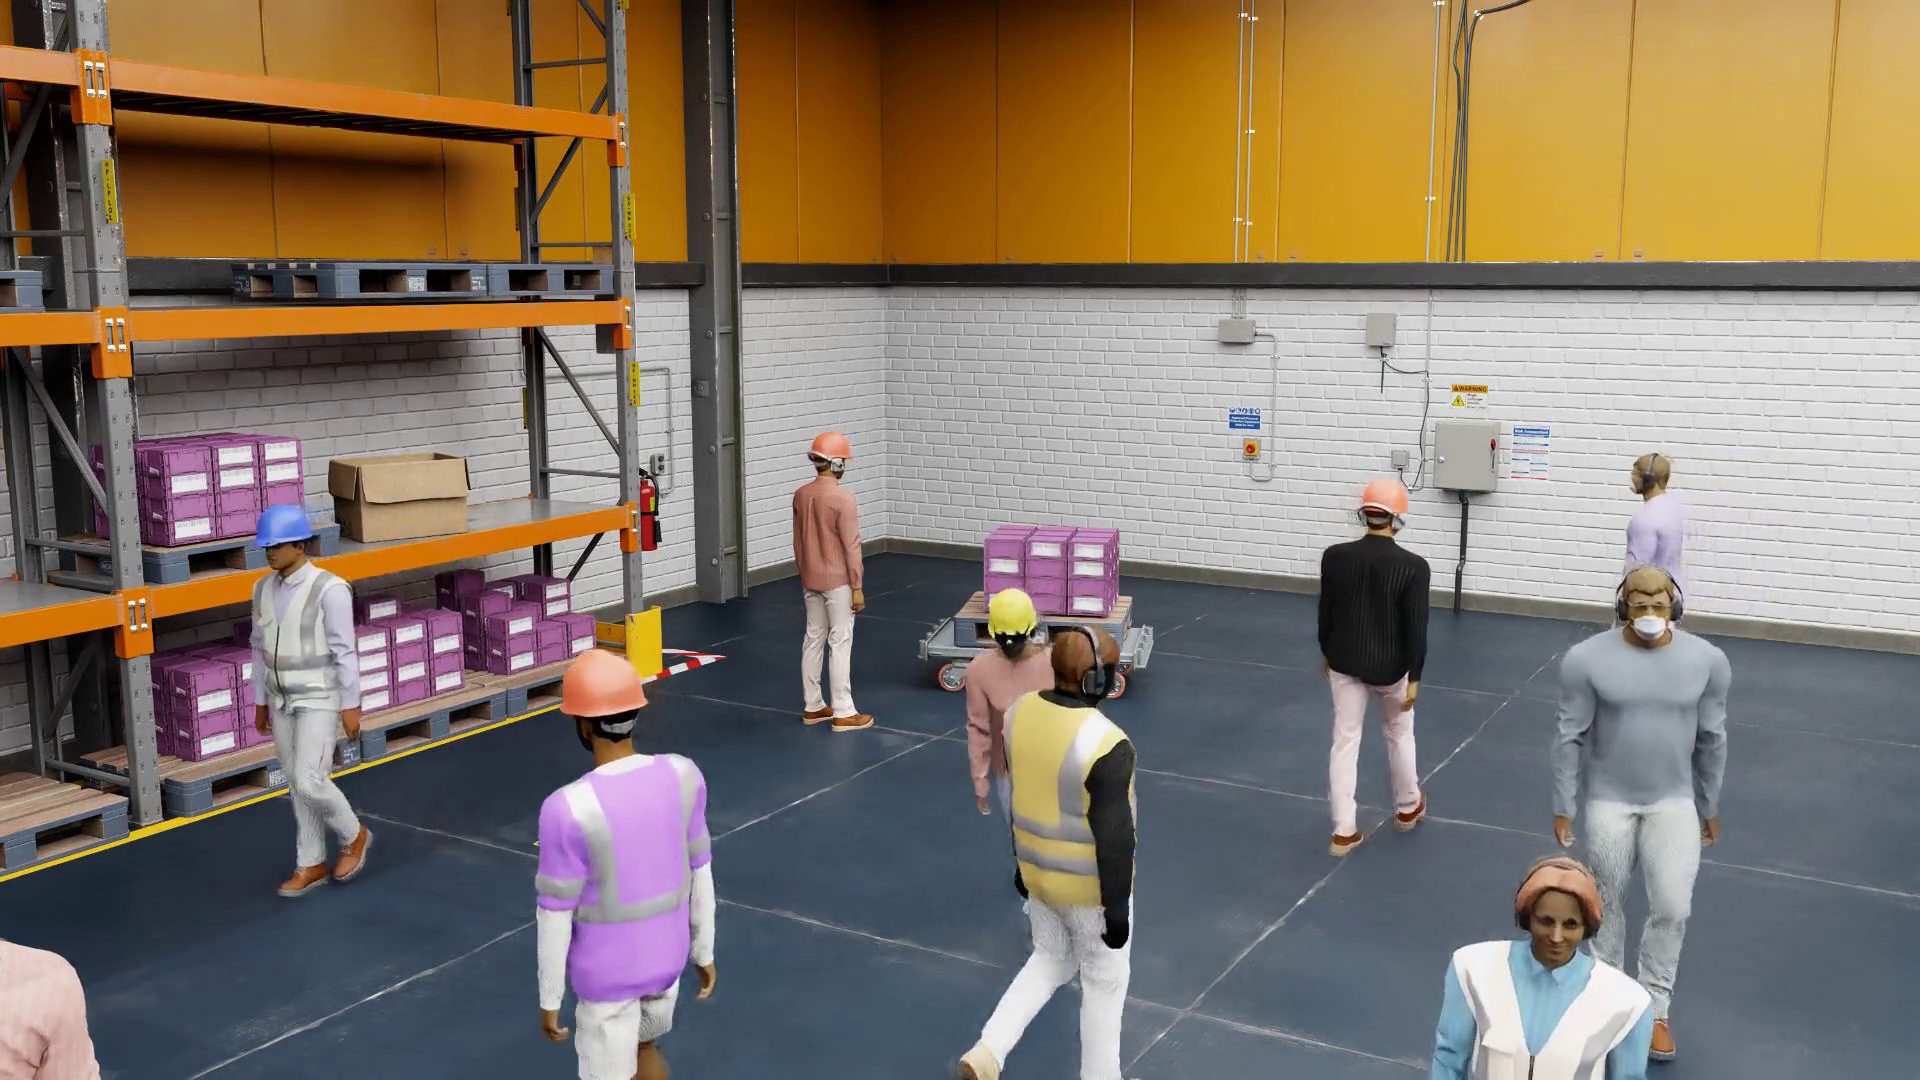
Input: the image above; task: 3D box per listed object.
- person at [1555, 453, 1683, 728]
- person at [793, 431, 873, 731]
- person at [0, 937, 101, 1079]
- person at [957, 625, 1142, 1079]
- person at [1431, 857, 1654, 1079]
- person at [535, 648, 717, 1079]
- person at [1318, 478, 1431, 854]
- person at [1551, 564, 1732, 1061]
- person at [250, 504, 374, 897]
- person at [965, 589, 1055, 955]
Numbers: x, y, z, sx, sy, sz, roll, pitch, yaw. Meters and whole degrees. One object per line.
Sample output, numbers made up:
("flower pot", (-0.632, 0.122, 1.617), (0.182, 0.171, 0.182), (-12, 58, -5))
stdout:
("person", (4.453, 0.377, 10.768), (1.005, 1.891, 0.644), (6, 11, 34))
("person", (-0.858, 0.272, 11.066), (0.611, 1.995, 0.377), (9, 13, 43))
("person", (-2.182, 1.510, 3.638), (0.639, 1.902, 0.406), (-3, 10, -17))
("person", (0.356, 1.195, 5.839), (0.675, 1.819, 0.636), (-7, 11, -35))
("person", (1.462, 1.557, 4.216), (0.511, 1.611, 0.769), (5, 10, 29))
("person", (-1.028, 1.272, 5.048), (0.497, 1.918, 0.583), (9, 13, 44))
("person", (2.229, 0.639, 8.883), (0.621, 1.961, 0.915), (5, 10, 28))
("person", (2.630, 1.049, 6.452), (0.650, 1.914, 0.678), (3, 9, 15))
("person", (-3.193, 0.780, 8.075), (0.639, 1.934, 0.430), (5, 10, 27))
("person", (0.289, 1.041, 7.141), (0.573, 1.703, 0.832), (3, 10, 18))
